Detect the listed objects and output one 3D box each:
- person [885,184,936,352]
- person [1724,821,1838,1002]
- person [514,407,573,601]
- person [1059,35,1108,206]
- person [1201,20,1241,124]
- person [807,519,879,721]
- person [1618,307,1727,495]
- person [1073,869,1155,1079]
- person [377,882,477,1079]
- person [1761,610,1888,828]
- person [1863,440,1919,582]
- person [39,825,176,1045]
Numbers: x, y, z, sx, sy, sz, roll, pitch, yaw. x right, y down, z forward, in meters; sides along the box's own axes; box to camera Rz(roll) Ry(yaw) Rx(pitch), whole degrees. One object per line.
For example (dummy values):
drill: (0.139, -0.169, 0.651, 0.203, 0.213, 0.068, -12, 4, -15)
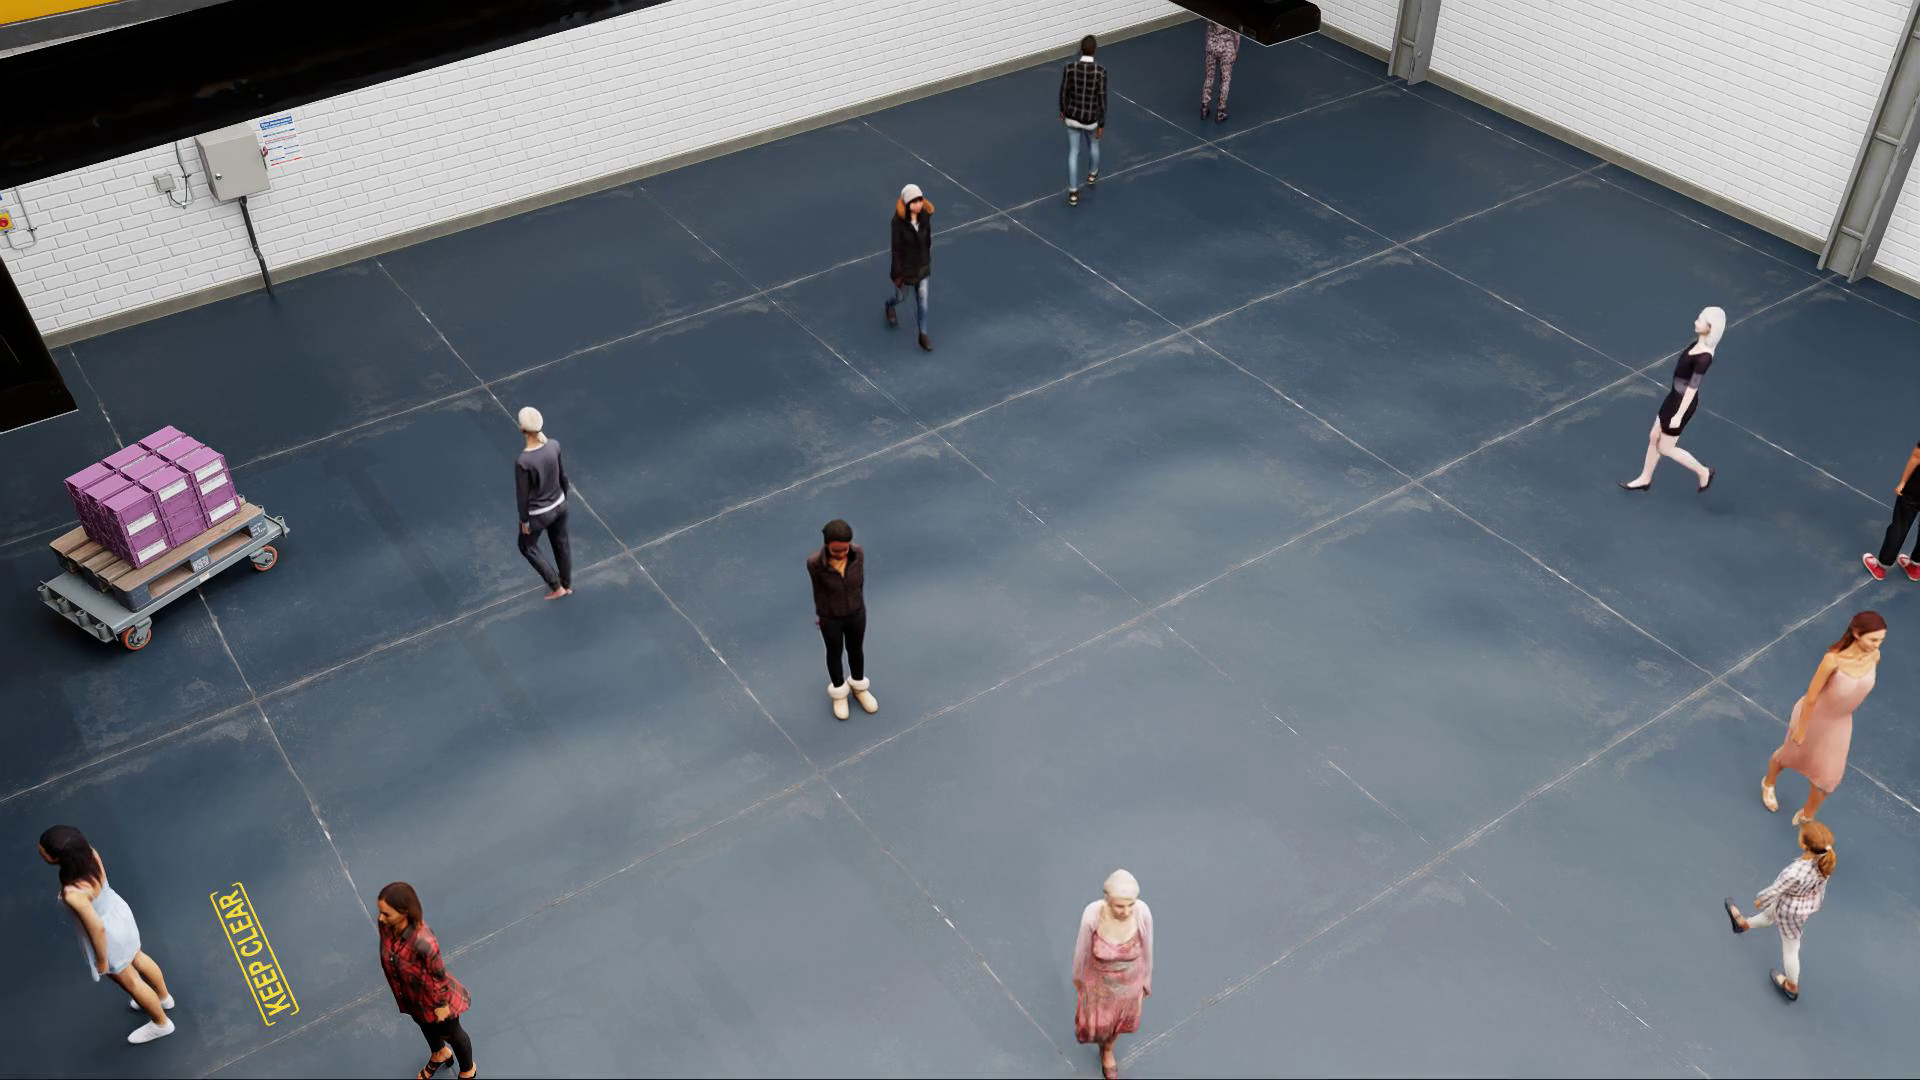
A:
person: (-0.505, -2.591, 15.583, 0.713, 1.611, 1.017, -18, 42, -21)
person: (4.975, 2.226, 9.828, 0.668, 1.266, 0.971, -13, 40, -16)
person: (-3.094, -0.227, 12.537, 0.688, 1.719, 0.708, 27, 46, 30)
person: (1.291, -4.453, 17.771, 1.061, 1.791, 1.135, 5, 39, 6)
person: (3.046, -5.739, 19.442, 0.615, 1.715, 0.716, 20, 43, 23)
person: (-0.836, 0.501, 11.673, 0.667, 1.659, 0.611, -23, 44, -26)
person: (5.937, -1.061, 13.505, 1.024, 1.814, 0.943, 9, 39, 11)
person: (0.830, 2.367, 9.318, 0.726, 1.683, 0.813, -7, 39, -9)
person: (-2.954, 2.471, 9.171, 0.621, 1.704, 0.747, 21, 43, 24)
person: (5.550, 1.095, 10.810, 0.820, 1.807, 0.922, -5, 39, -6)
person: (7.462, -0.438, 12.774, 0.701, 1.753, 0.717, -1, 39, -1)
person: (-4.843, 2.226, 9.457, 0.714, 1.729, 0.576, -10, 40, -12)
